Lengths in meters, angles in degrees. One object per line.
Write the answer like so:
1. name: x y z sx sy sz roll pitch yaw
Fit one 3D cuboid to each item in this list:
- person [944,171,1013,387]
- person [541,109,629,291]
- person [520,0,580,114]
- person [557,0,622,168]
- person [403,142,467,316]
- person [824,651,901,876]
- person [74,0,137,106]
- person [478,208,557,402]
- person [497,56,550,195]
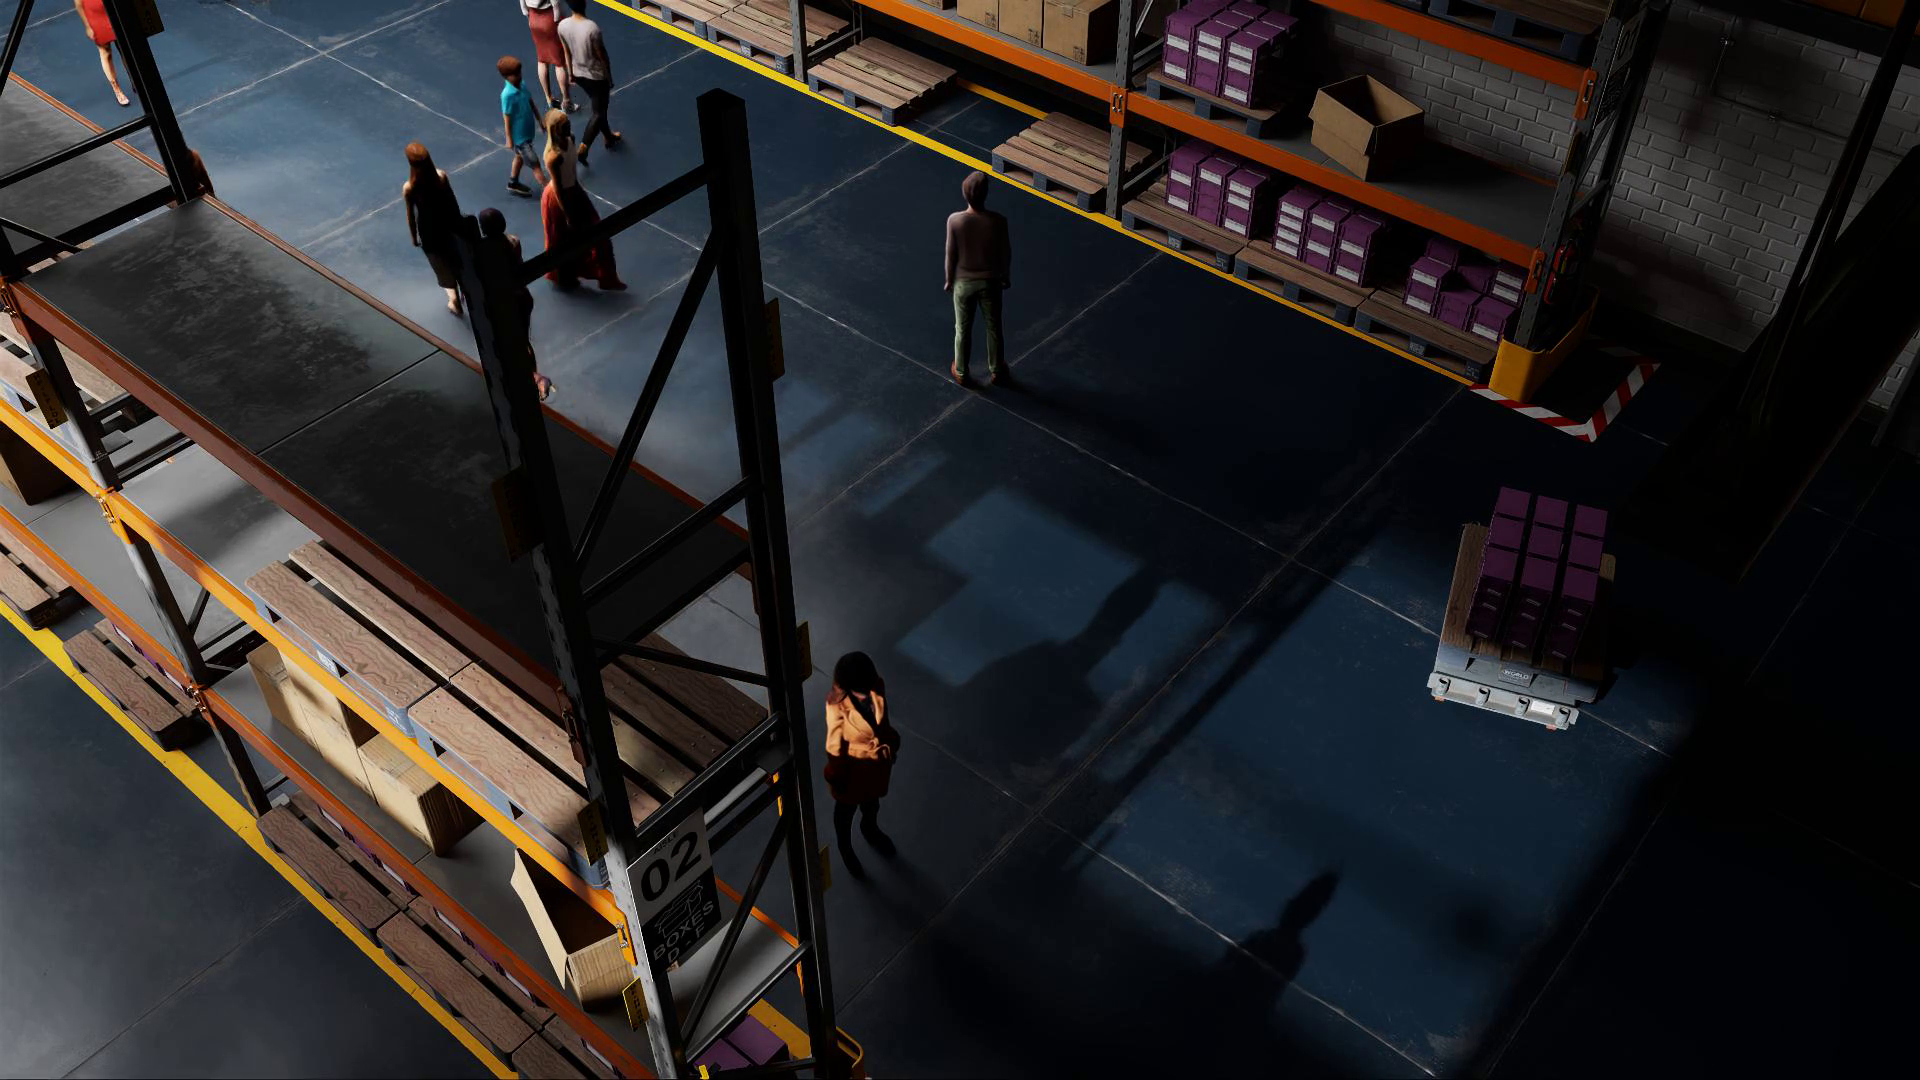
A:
1. person: 0.134 -2.017 13.026 0.758 1.869 0.825 -2 44 -2
2. person: -3.388 -2.841 13.968 1.110 1.763 0.888 13 45 13
3. person: -4.041 -5.006 16.250 0.531 1.751 0.704 18 47 18
4. person: -3.502 -4.309 15.565 1.048 1.686 0.820 20 47 19
5. person: -4.269 -2.523 13.740 0.634 1.618 0.649 -30 51 -28
6. person: -0.588 1.274 9.676 0.700 1.726 0.611 -34 53 -30
7. person: -8.484 -5.181 16.458 0.517 1.718 0.586 29 51 27
8. person: -3.378 -1.739 12.797 0.756 1.784 0.684 17 46 17
9. person: -4.054 -3.739 15.167 1.007 1.411 0.775 12 45 12
